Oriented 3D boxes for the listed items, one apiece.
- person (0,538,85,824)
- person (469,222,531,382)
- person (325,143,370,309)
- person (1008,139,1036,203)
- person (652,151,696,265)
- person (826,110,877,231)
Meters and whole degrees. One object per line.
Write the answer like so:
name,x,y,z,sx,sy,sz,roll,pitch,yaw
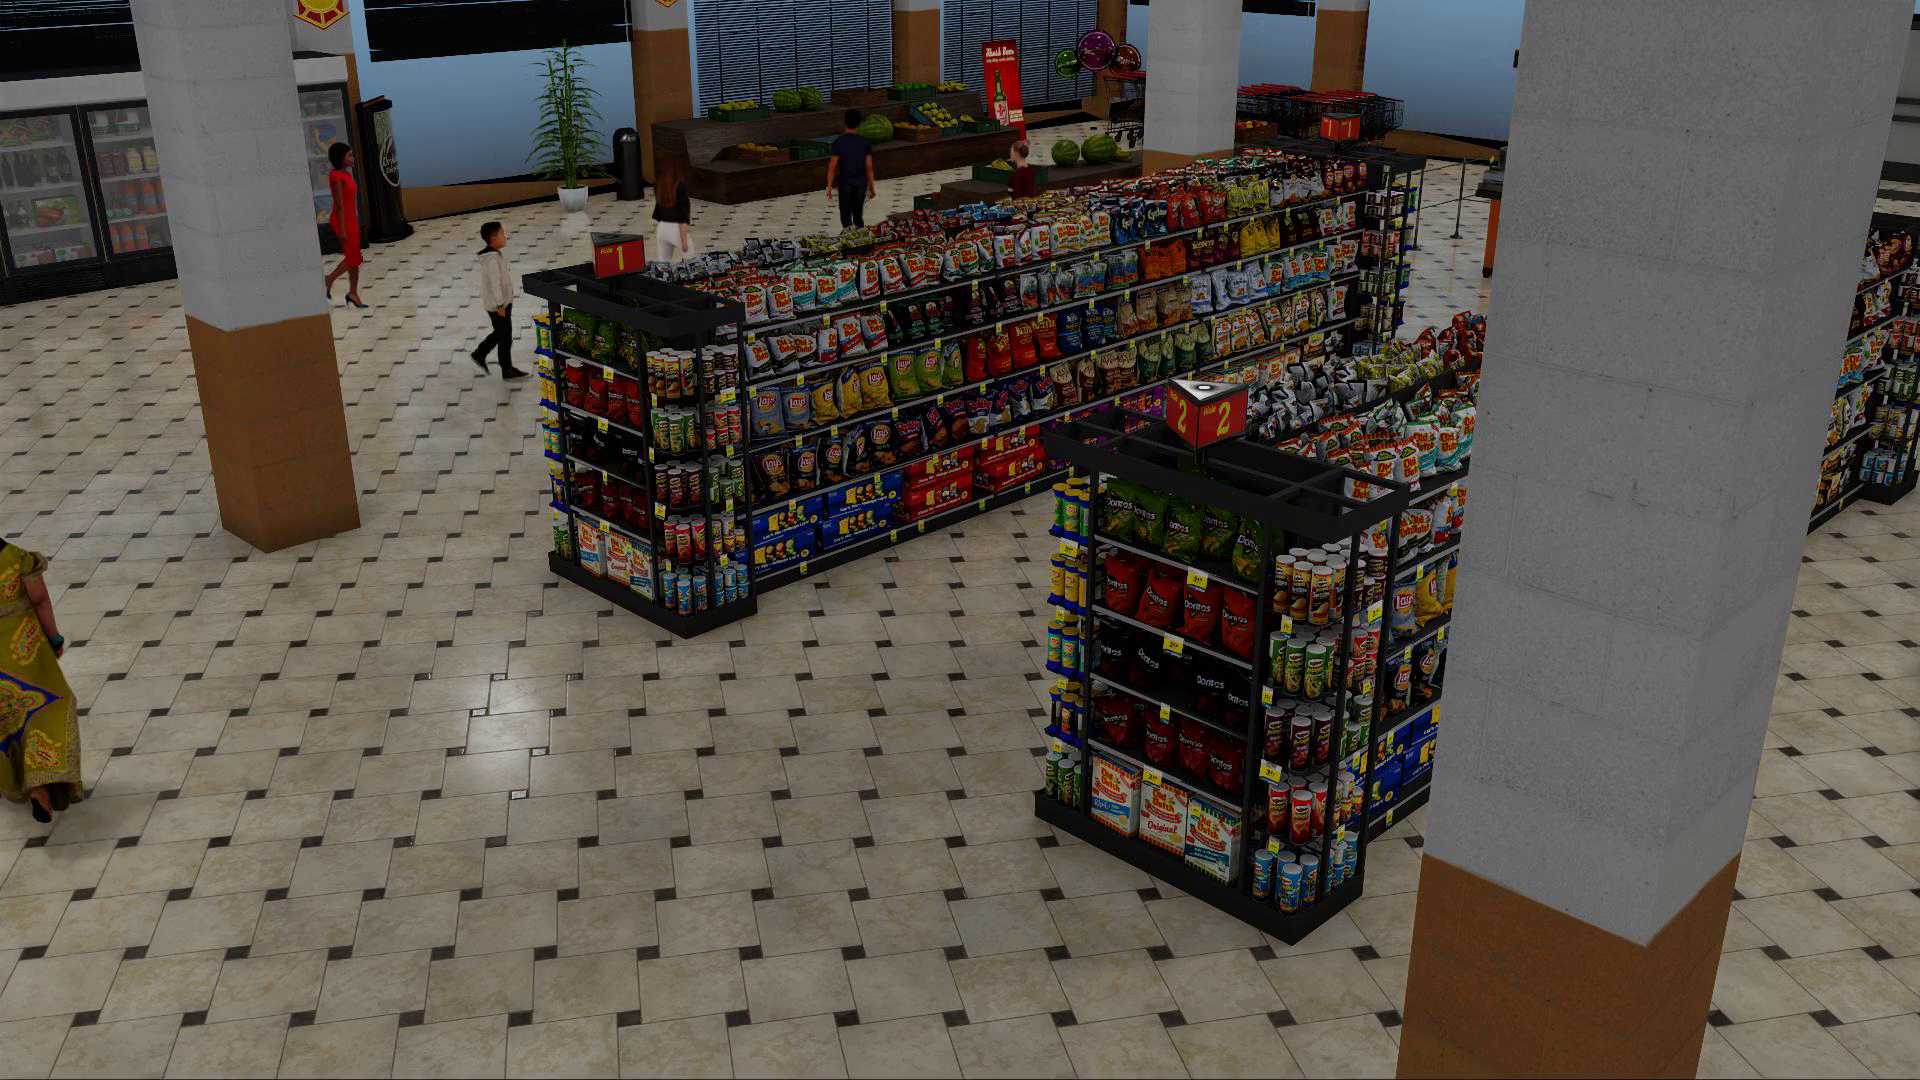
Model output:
person,-4.521,0.604,7.903,1.114,1.635,1.039,-9,24,-21
person,-4.224,-2.128,14.964,0.882,1.440,0.793,-4,22,-11
person,-6.512,-3.262,17.401,0.895,1.728,0.826,-1,22,-4
person,0.733,-3.409,17.943,0.819,1.596,0.879,12,25,27
person,-3.005,-3.099,17.079,0.820,1.665,1.154,12,25,27
person,-1.226,-4.099,19.428,0.799,1.770,0.919,-9,24,-21
